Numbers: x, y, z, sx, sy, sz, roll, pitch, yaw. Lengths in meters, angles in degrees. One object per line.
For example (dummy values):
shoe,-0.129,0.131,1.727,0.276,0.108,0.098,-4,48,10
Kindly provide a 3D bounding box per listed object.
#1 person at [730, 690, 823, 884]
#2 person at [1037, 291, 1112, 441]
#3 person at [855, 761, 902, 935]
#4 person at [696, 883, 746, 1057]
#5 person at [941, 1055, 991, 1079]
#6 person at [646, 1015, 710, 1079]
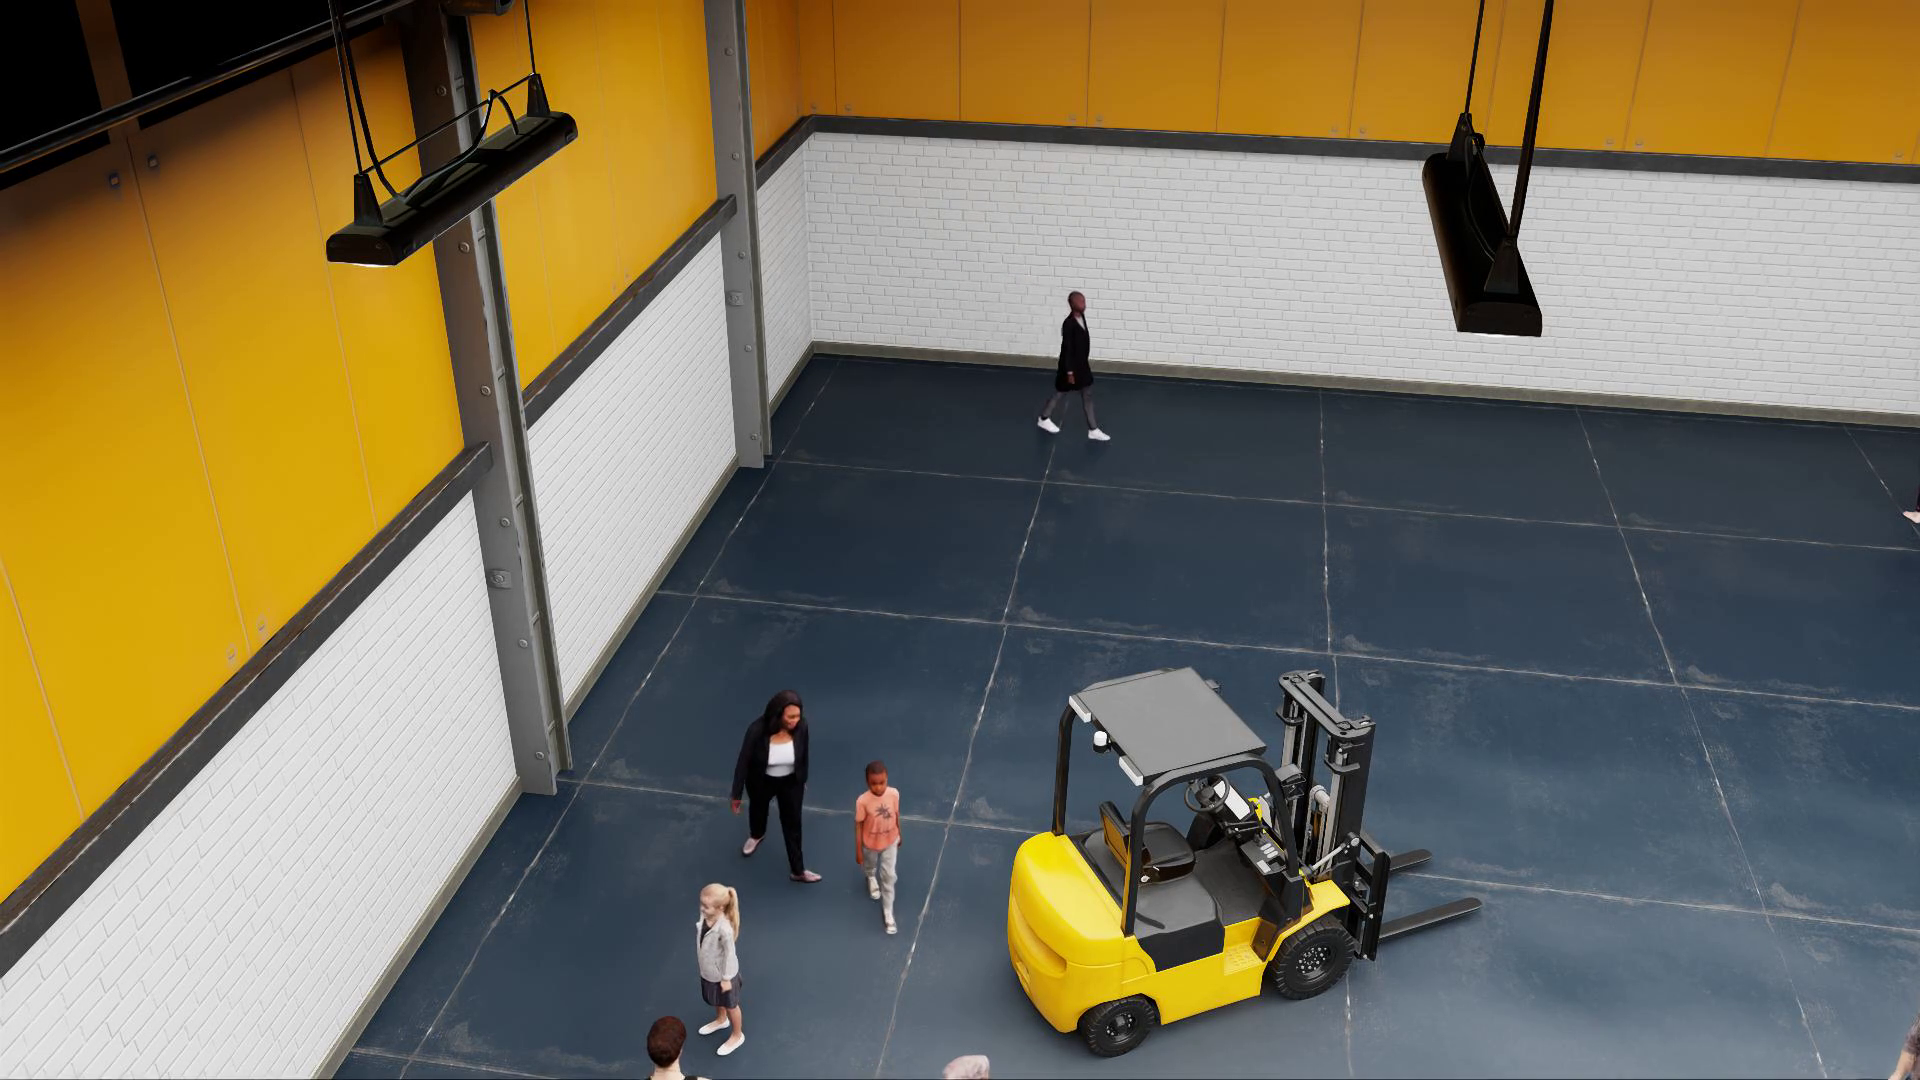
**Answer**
person,-1.379,1.729,12.150,1.065,1.567,1.164,-8,30,-15
person,1.186,-1.954,18.747,1.010,1.716,1.173,16,33,27
person,-0.597,2.076,11.802,0.720,1.292,0.950,-6,29,-11
person,-1.539,2.715,10.648,0.659,1.276,0.603,-20,35,-33
person,0.017,3.434,8.748,0.723,1.831,0.743,25,37,38
person,-1.485,3.359,8.849,0.876,1.866,1.186,-2,29,-3
